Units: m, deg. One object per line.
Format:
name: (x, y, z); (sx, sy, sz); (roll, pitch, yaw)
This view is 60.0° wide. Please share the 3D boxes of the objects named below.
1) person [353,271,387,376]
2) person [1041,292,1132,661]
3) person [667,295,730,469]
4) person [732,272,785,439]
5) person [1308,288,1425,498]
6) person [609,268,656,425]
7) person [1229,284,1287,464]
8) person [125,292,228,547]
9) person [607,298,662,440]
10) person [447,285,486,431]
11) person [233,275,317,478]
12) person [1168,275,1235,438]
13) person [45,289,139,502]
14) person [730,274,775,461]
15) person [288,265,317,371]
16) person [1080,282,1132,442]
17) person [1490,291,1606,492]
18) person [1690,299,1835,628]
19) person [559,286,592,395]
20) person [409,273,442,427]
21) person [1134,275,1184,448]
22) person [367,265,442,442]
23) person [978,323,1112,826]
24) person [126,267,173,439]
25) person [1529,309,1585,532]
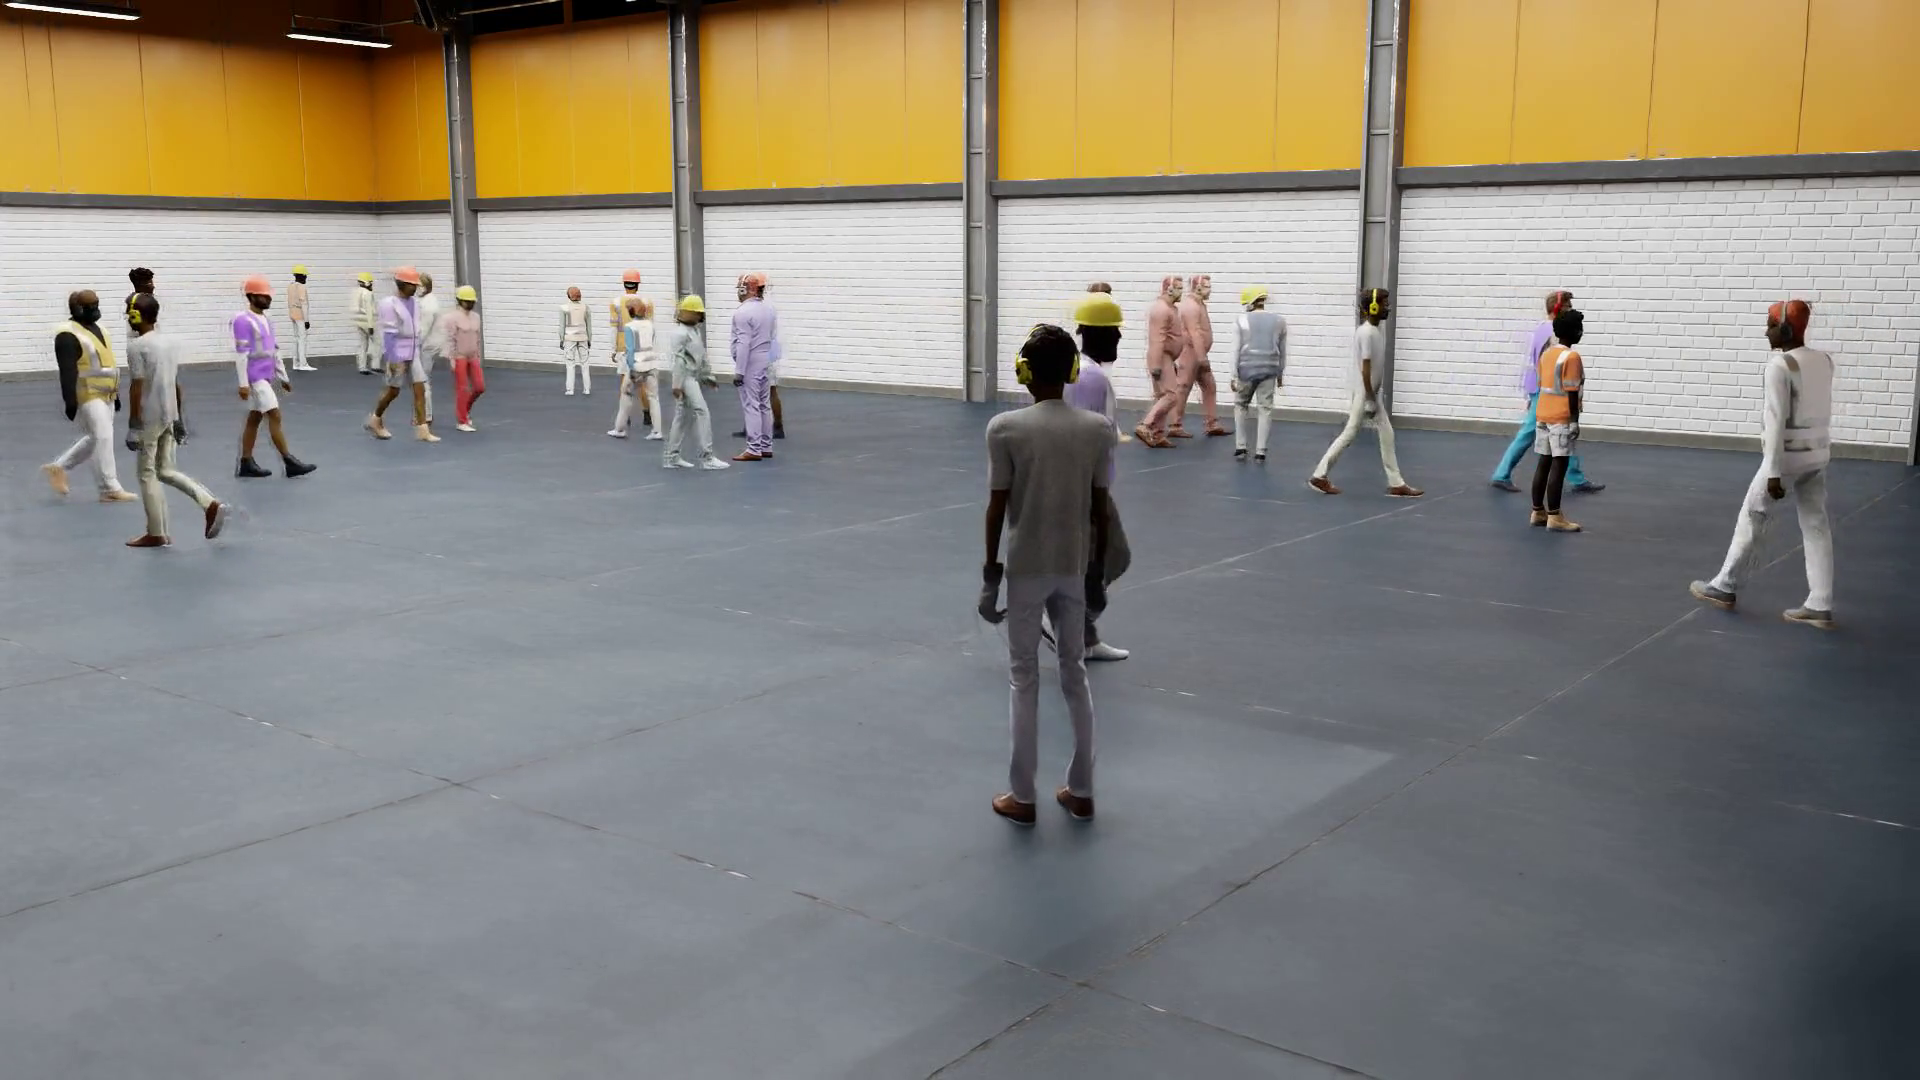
person: (-10.203, -3.740, 28.822); (0.568, 1.813, 0.625); (-9, 13, -42)
person: (0.674, -0.302, 8.513); (0.420, 1.916, 0.605); (-1, 10, -5)
person: (-2.566, -1.540, 16.344); (0.779, 1.707, 0.506); (0, 10, 2)
person: (-2.344, -2.084, 18.945); (0.742, 1.906, 0.545); (-3, 10, -17)
person: (3.537, -1.275, 14.477); (0.990, 1.831, 0.533); (4, 11, 23)
person: (-4.050, -2.389, 20.611); (0.550, 1.935, 0.375); (-2, 10, -9)
person: (3.007, -1.684, 16.900); (0.622, 1.799, 0.619); (-1, 10, -4)
person: (-5.698, -0.845, 11.913); (0.647, 1.848, 0.508); (1, 10, 7)
person: (-3.706, -1.940, 18.953); (0.788, 1.606, 0.513); (7, 12, 34)
person: (-5.906, -2.161, 19.853); (0.415, 1.749, 0.534); (6, 12, 33)
person: (-6.468, -1.527, 15.679); (0.889, 1.902, 0.566); (0, 10, 1)
person: (2.798, -2.085, 19.058); (0.870, 1.871, 0.648); (3, 10, 18)
person: (-7.474, -1.225, 14.175); (0.760, 1.823, 0.621); (0, 10, -2)
person: (-2.154, -1.763, 17.059); (0.399, 1.908, 0.643); (4, 10, 21)
person: (-11.977, -4.034, 30.228); (0.377, 1.922, 0.593); (-9, 14, -44)
person: (1.493, -2.005, 18.766); (0.863, 1.815, 0.631); (1, 10, 7)
person: (5.198, -1.296, 14.683); (0.994, 1.797, 0.562); (2, 10, 13)
person: (4.703, -0.457, 9.617); (0.589, 1.838, 0.955); (-5, 11, -25)
person: (-5.765, -2.982, 24.963); (0.508, 1.629, 0.314); (-6, 12, -33)
person: (-6.580, -2.320, 20.405); (0.431, 1.885, 0.740); (-3, 10, -17)
person: (2.212, -1.918, 18.024); (0.413, 1.890, 0.664); (2, 10, 9)
person: (-6.332, -2.090, 18.745); (0.951, 2.006, 0.645); (4, 11, 24)
person: (0.316, 0.134, 6.169); (0.500, 1.860, 0.331); (-4, 11, -22)
person: (-9.211, -2.095, 18.819); (0.361, 1.965, 0.612); (-6, 12, -32)
person: (4.593, -0.917, 12.737); (0.317, 1.697, 0.540); (-1, 10, -6)
